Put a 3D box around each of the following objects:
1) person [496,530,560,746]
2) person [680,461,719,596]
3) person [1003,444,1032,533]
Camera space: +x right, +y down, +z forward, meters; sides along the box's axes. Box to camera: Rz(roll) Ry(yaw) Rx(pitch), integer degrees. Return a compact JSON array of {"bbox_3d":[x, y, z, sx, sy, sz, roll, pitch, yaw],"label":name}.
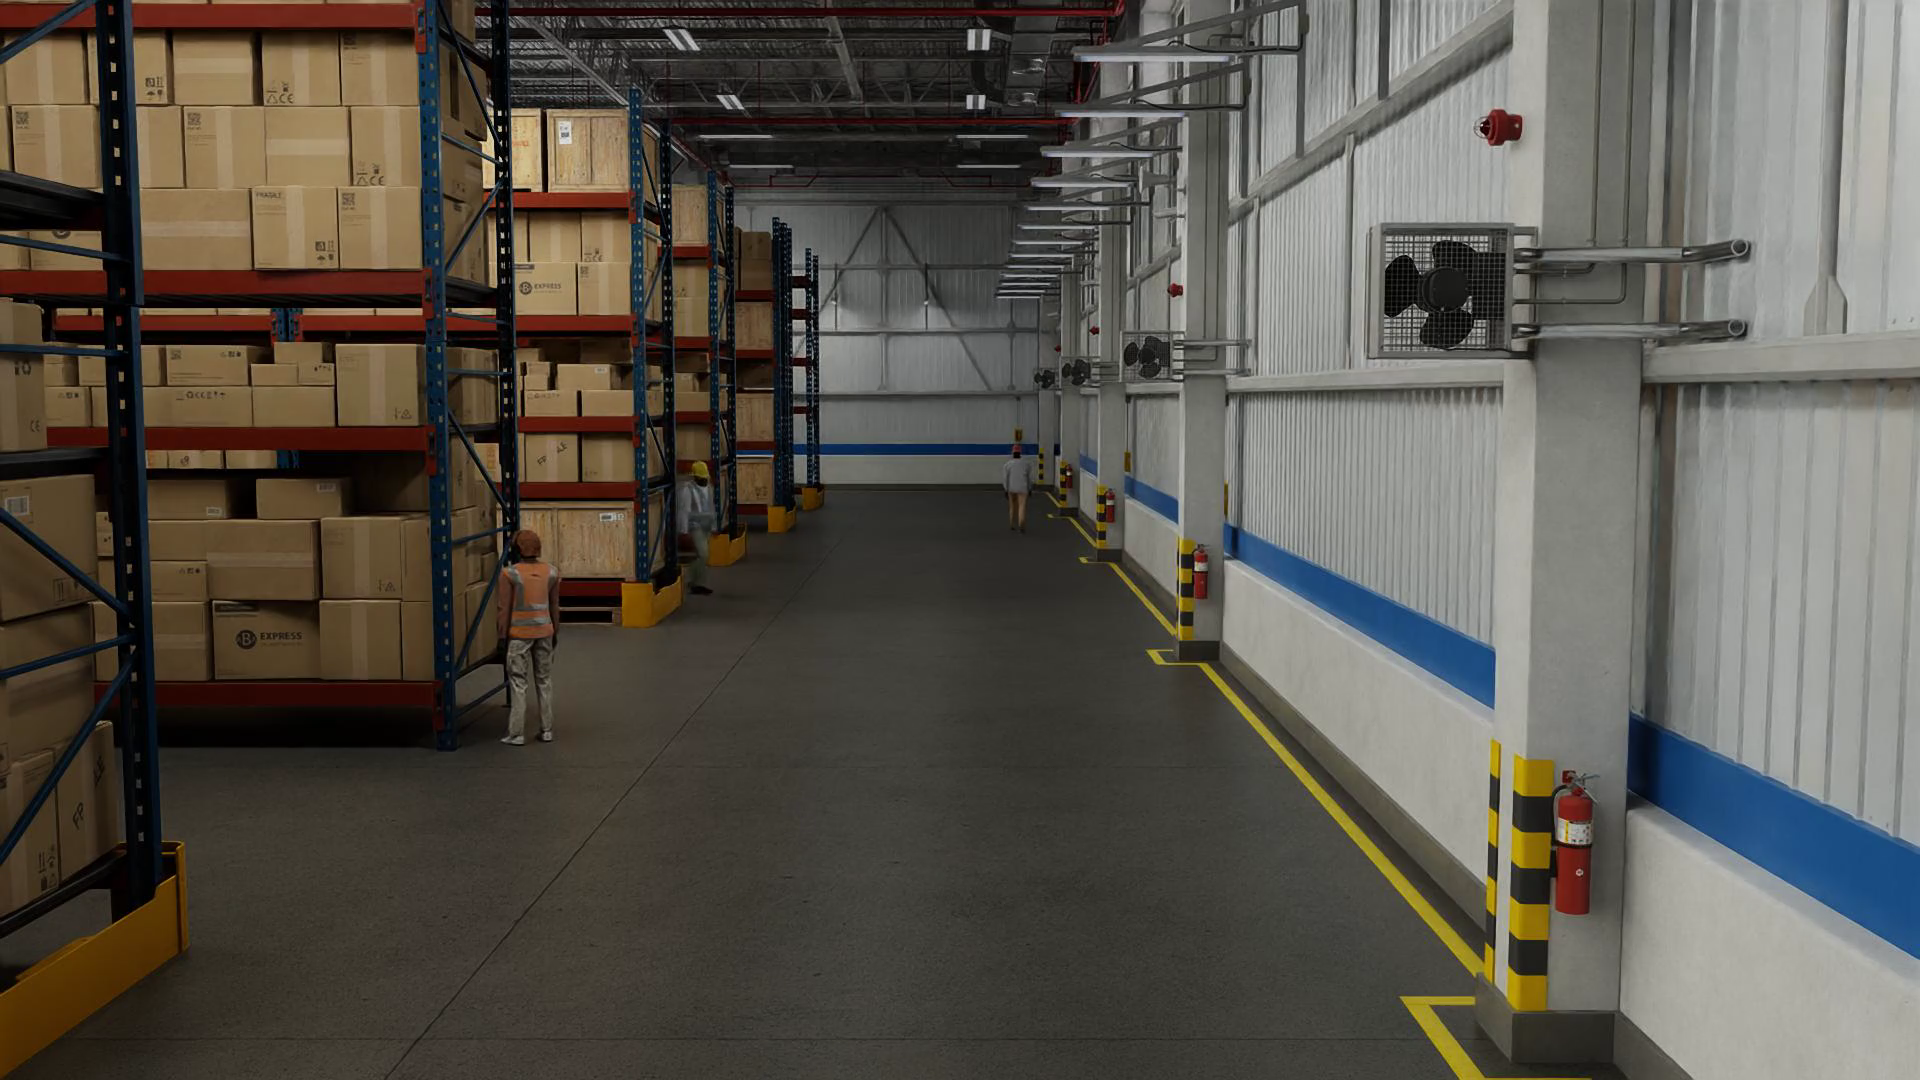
[{"bbox_3d":[-3.247,0.734,12.554,0.316,1.631,0.527,5,7,44],"label":"person"},{"bbox_3d":[-3.371,-0.152,21.914,0.550,1.790,0.718,2,5,24],"label":"person"},{"bbox_3d":[1.122,-1.006,32.299,0.564,1.724,0.768,0,5,4],"label":"person"}]
